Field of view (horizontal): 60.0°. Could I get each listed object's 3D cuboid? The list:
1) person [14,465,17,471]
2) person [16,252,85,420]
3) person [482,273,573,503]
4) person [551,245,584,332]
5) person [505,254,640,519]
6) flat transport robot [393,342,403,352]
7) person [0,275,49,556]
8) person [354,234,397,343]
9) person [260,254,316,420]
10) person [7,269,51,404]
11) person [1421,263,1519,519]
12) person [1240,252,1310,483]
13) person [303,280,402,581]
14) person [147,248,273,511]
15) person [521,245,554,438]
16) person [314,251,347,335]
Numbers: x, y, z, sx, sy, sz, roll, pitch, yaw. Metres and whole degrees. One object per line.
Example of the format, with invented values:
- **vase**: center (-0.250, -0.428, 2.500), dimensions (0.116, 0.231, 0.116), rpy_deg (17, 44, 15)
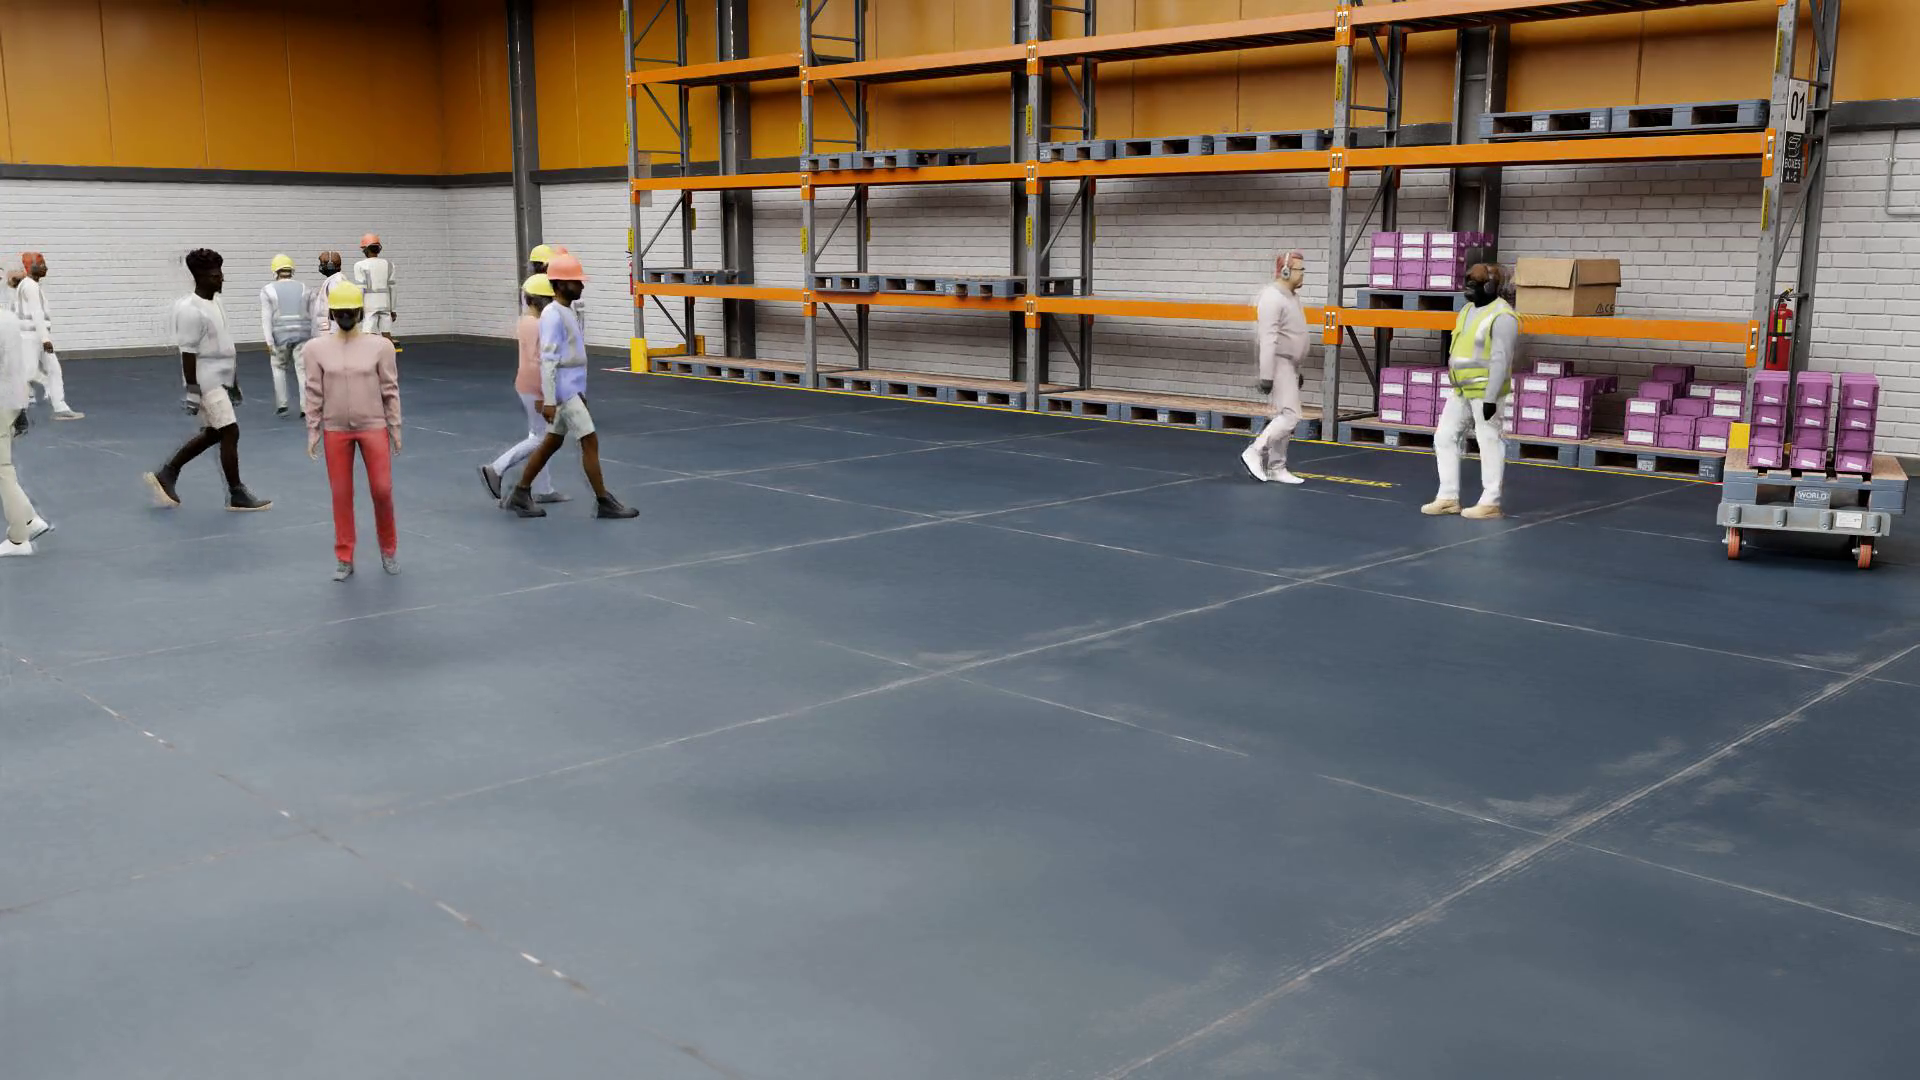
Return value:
- **person**: center (-8.040, -1.347, 13.289), dimensions (0.990, 1.889, 0.660), rpy_deg (1, 10, 5)
- **person**: center (-10.140, -2.197, 18.061), dimensions (0.899, 1.852, 0.577), rpy_deg (-5, 11, -24)
- **person**: center (-3.256, -1.112, 12.438), dimensions (0.583, 1.745, 0.526), rpy_deg (-4, 11, -19)
- **person**: center (-4.406, -2.272, 18.269), dimensions (0.570, 1.914, 0.412), rpy_deg (-8, 13, -36)
- **person**: center (-2.833, -1.078, 11.840), dimensions (0.972, 1.895, 0.556), rpy_deg (0, 10, -3)
- **flat transport robot**: center (-10.162, -3.353, 28.659), dimensions (0.652, 0.197, 1.431), rpy_deg (-8, 13, -35)
- **person**: center (-6.066, -0.807, 10.434), dimensions (0.385, 1.859, 0.548), rpy_deg (-1, 10, -8)
- **person**: center (-8.152, -3.233, 23.170), dimensions (0.388, 2.039, 0.616), rpy_deg (9, 13, 39)
- **person**: center (-7.389, -2.227, 18.327), dimensions (0.586, 1.809, 0.703), rpy_deg (-7, 12, -32)
- **person**: center (-11.162, -2.427, 19.904), dimensions (0.422, 1.622, 0.531), rpy_deg (-5, 12, -27)
- **person**: center (3.601, -1.042, 11.812), dimensions (0.673, 1.821, 0.662), rpy_deg (-3, 11, -13)
- **person**: center (2.619, -1.377, 13.474), dimensions (0.443, 1.893, 0.651), rpy_deg (4, 11, 22)
- **person**: center (-3.581, -0.647, 9.827), dimensions (0.534, 1.766, 0.321), rpy_deg (-2, 11, -13)
- **person**: center (-5.572, -1.167, 12.199), dimensions (0.847, 1.940, 0.614), rpy_deg (-1, 10, -6)
- **person**: center (-4.153, -1.958, 16.537), dimensions (0.383, 1.923, 0.590), rpy_deg (0, 10, -2)
- **person**: center (-7.166, -2.377, 19.054), dimensions (0.429, 1.844, 0.626), rpy_deg (-4, 11, -20)
